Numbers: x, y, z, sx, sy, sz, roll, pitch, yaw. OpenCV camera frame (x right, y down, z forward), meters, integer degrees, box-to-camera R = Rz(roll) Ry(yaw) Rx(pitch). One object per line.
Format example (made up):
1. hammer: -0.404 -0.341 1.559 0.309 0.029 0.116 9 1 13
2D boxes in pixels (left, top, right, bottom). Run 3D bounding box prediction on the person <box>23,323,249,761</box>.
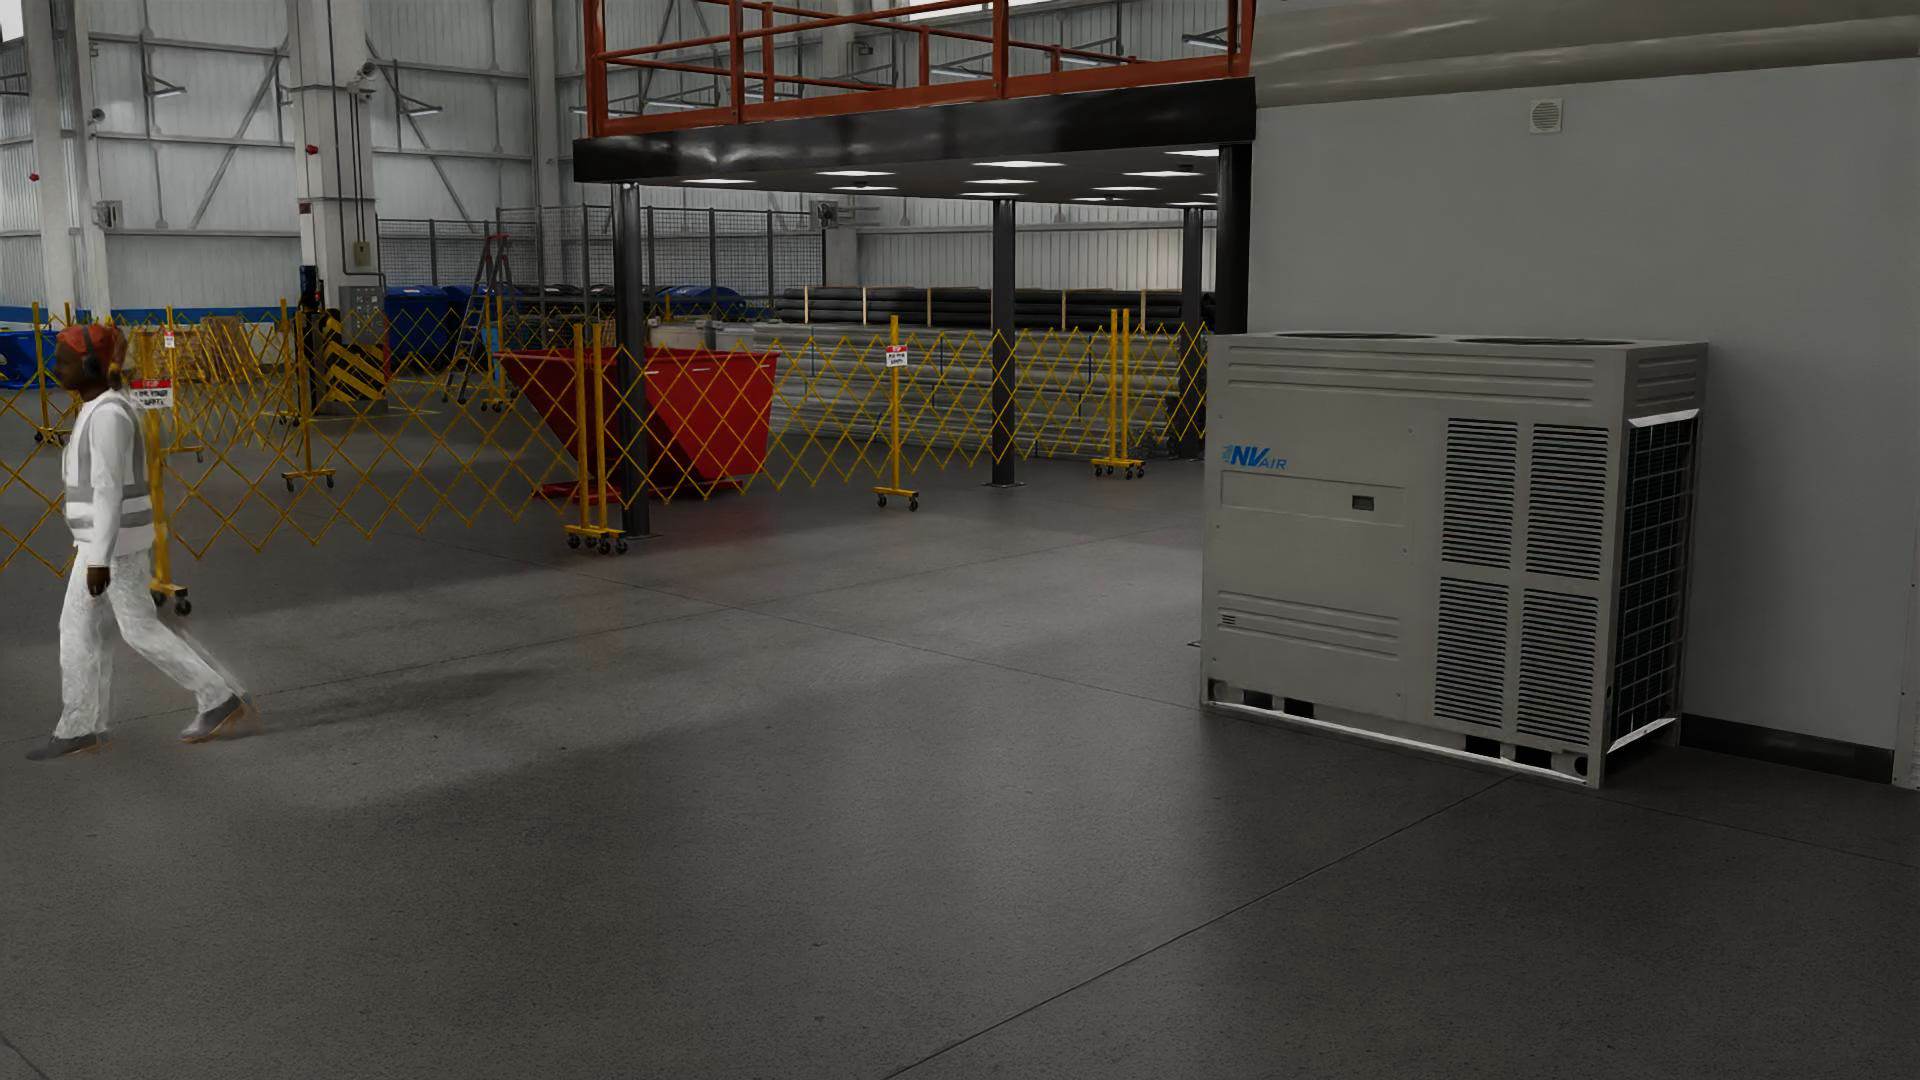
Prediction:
1. person: -3.535 0.010 7.077 0.876 1.862 0.583 -7 11 -35
